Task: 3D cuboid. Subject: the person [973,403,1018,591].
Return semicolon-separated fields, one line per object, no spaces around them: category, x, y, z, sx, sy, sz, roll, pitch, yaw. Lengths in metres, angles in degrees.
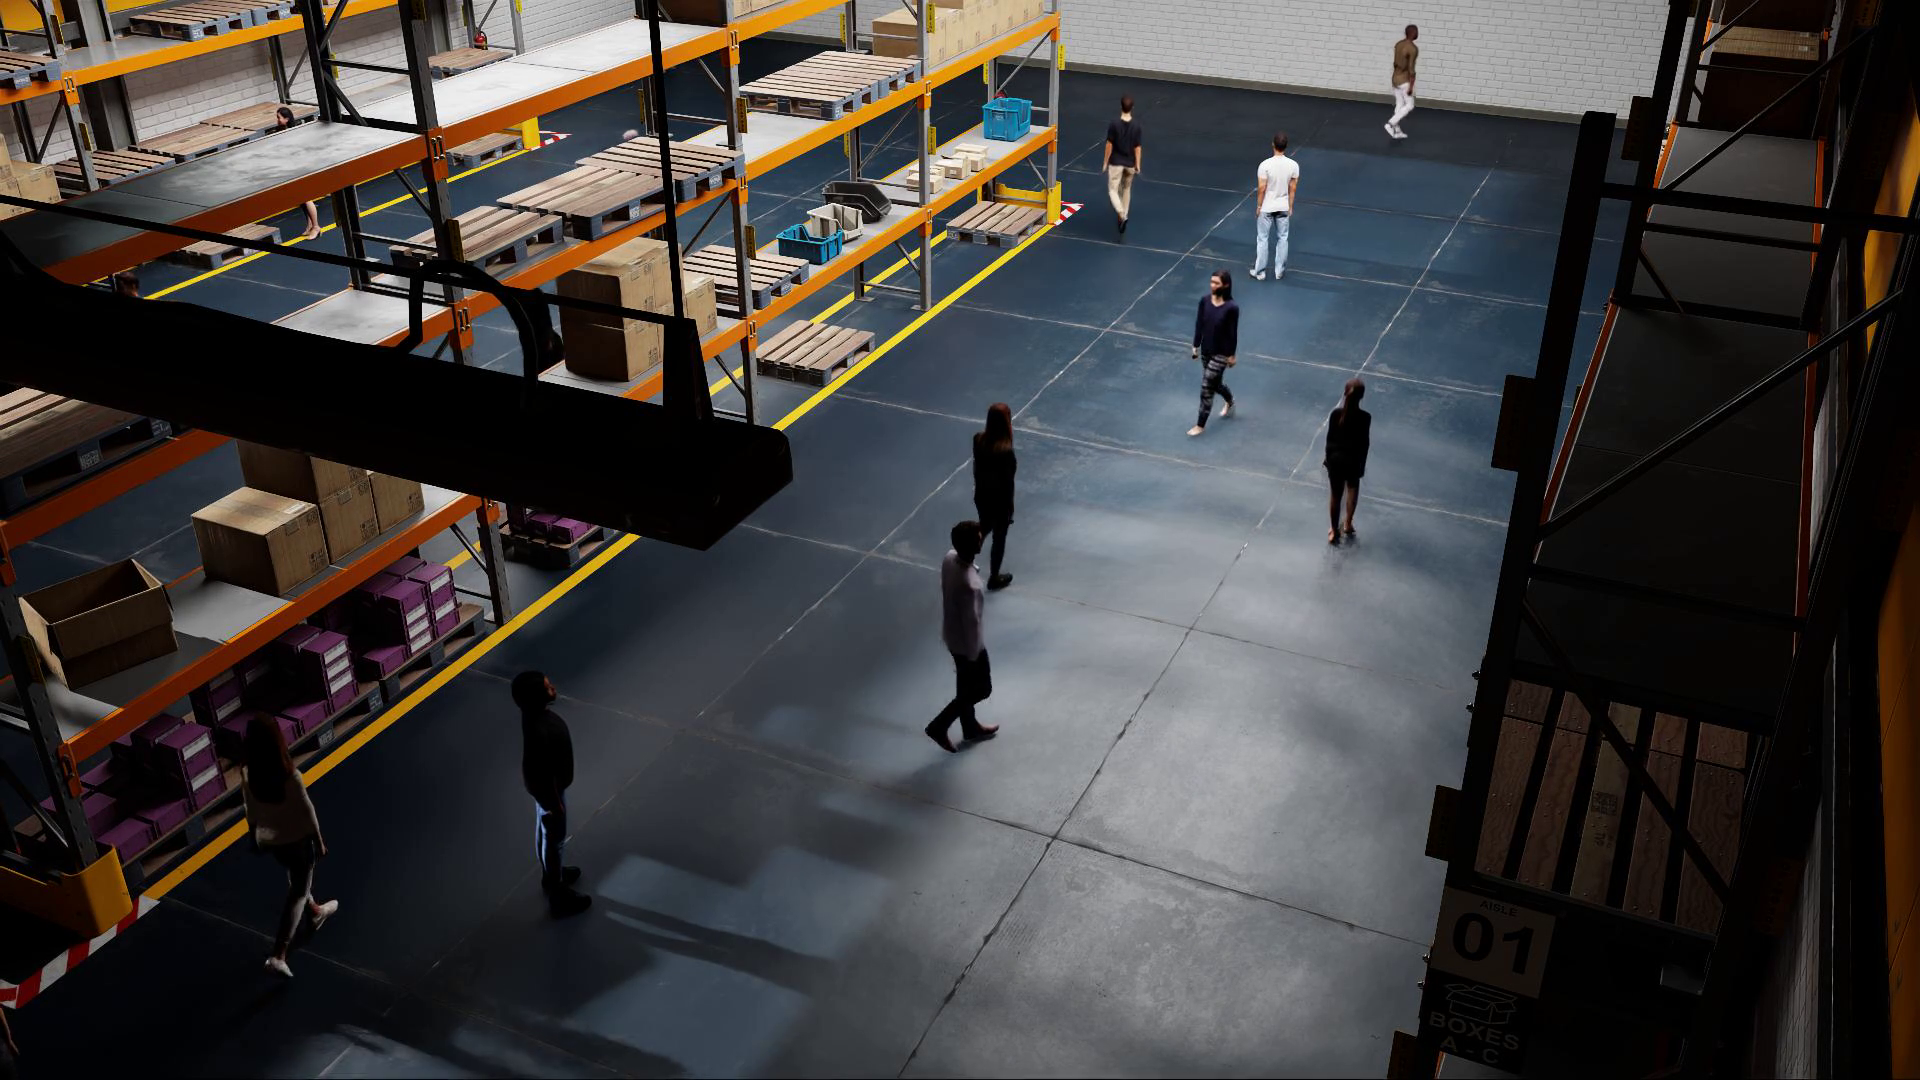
person;0.205;-0.323;13.890;0.760;1.700;0.876;25;38;38

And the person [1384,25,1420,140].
person;7.018;-7.287;26.538;0.991;1.812;0.932;-12;31;-20

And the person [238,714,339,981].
person;-4.076;1.845;9.931;0.725;1.685;1.094;8;30;14

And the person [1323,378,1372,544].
person;3.395;-0.676;14.698;0.583;1.545;0.626;7;29;12

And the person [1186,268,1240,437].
person;2.638;-1.941;16.855;0.850;1.700;1.147;25;37;38

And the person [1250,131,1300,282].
person;3.929;-4.166;20.761;0.759;1.867;0.771;-4;29;-8

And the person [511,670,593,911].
person;-2.600;1.551;10.452;0.723;1.701;0.663;-10;30;-17

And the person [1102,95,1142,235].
person;2.189;-5.001;22.325;0.989;1.835;1.108;-5;29;-9

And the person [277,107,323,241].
person;-8.845;-4.897;22.202;0.799;1.769;0.775;-19;34;-30

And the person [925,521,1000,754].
person;-0.029;0.701;11.867;1.022;1.840;0.966;-9;30;-16
